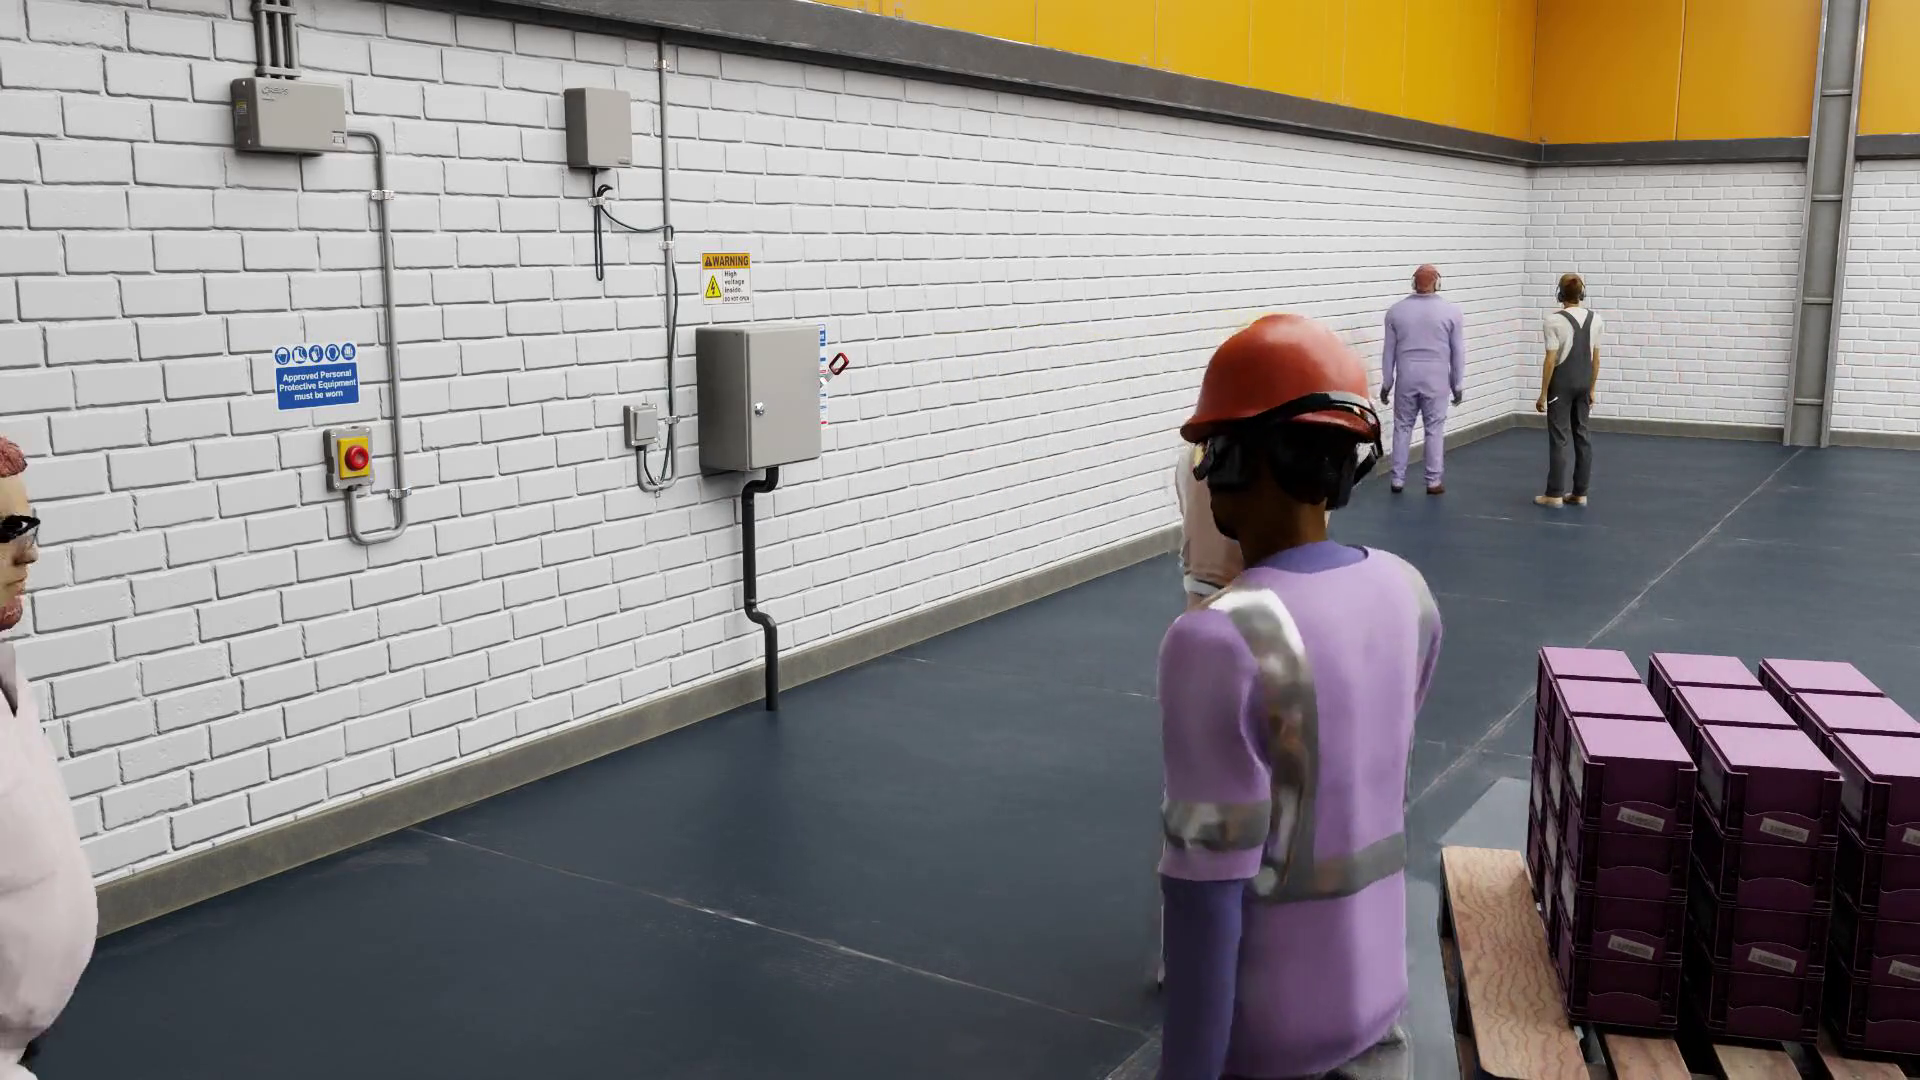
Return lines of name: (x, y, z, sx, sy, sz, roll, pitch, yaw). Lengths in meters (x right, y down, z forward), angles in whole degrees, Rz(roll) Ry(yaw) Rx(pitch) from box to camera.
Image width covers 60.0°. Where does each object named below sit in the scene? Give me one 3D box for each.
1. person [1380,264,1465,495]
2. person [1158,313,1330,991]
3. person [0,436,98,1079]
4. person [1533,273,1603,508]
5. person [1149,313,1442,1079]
person: (3.831, -1.325, 13.781, 0.652, 1.910, 0.404, 5, 11, 26)
person: (0.907, 0.319, 4.697, 0.895, 1.888, 0.594, -7, 12, -33)
person: (-1.584, 0.759, 2.432, 1.003, 1.866, 0.660, -4, 11, -22)
person: (4.784, -1.170, 13.102, 0.506, 1.843, 0.351, -3, 11, -14)
person: (0.476, 0.675, 2.501, 0.630, 2.040, 0.646, -10, 14, -44)
